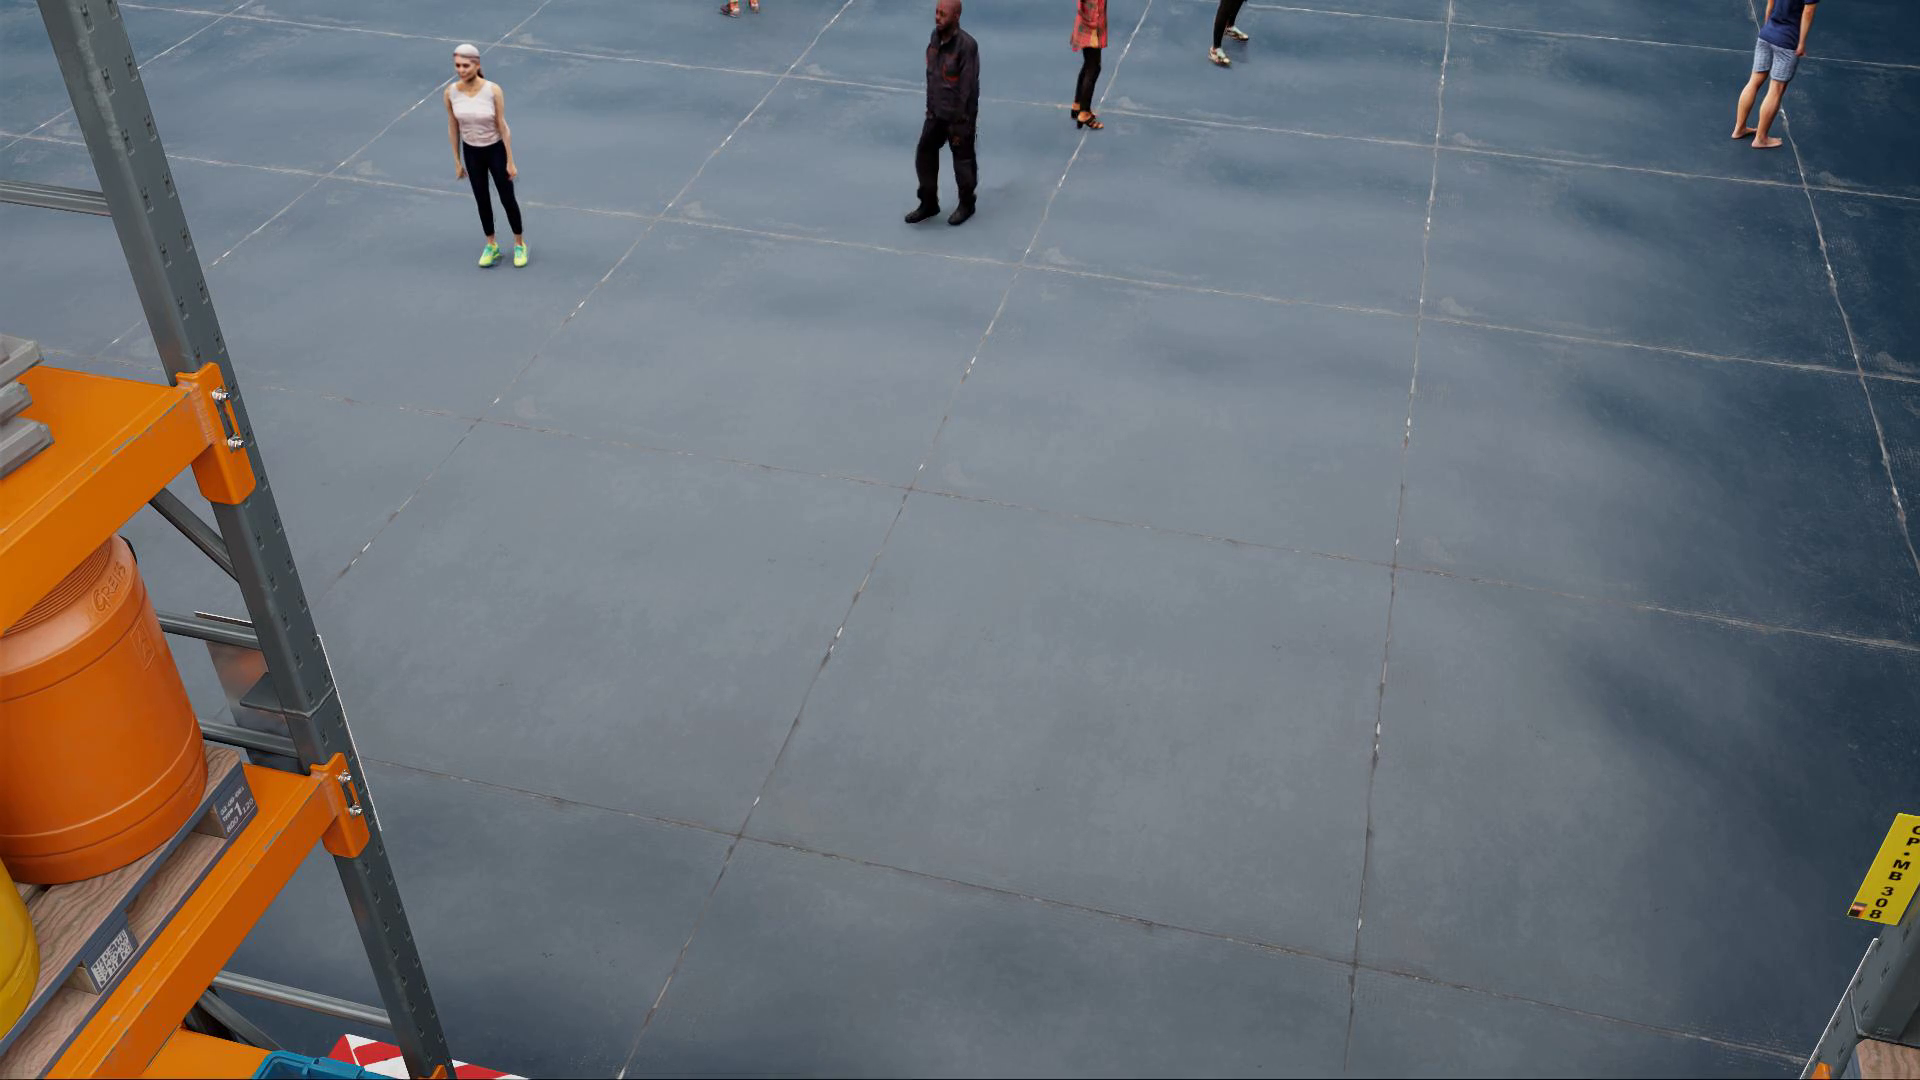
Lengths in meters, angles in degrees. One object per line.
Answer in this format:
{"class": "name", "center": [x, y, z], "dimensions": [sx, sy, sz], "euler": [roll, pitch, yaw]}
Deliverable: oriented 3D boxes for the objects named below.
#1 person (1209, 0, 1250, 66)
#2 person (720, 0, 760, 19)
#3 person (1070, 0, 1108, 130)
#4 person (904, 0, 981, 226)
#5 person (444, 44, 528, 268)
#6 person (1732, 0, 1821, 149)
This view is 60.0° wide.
{"class": "person", "center": [2.561, -5.381, 15.492], "dimensions": [0.960, 1.796, 1.095], "euler": [-30, 47, -33]}
{"class": "person", "center": [-2.221, -6.108, 16.378], "dimensions": [0.690, 1.850, 0.757], "euler": [-21, 43, -24]}
{"class": "person", "center": [1.094, -4.408, 14.329], "dimensions": [0.729, 1.697, 0.556], "euler": [3, 38, 3]}
{"class": "person", "center": [0.014, -3.338, 12.869], "dimensions": [0.889, 1.812, 0.973], "euler": [28, 46, 31]}
{"class": "person", "center": [-3.514, -2.857, 12.342], "dimensions": [0.653, 1.703, 0.610], "euler": [0, 38, 0]}
{"class": "person", "center": [6.906, -4.227, 13.978], "dimensions": [0.772, 1.844, 0.691], "euler": [-15, 40, -18]}
